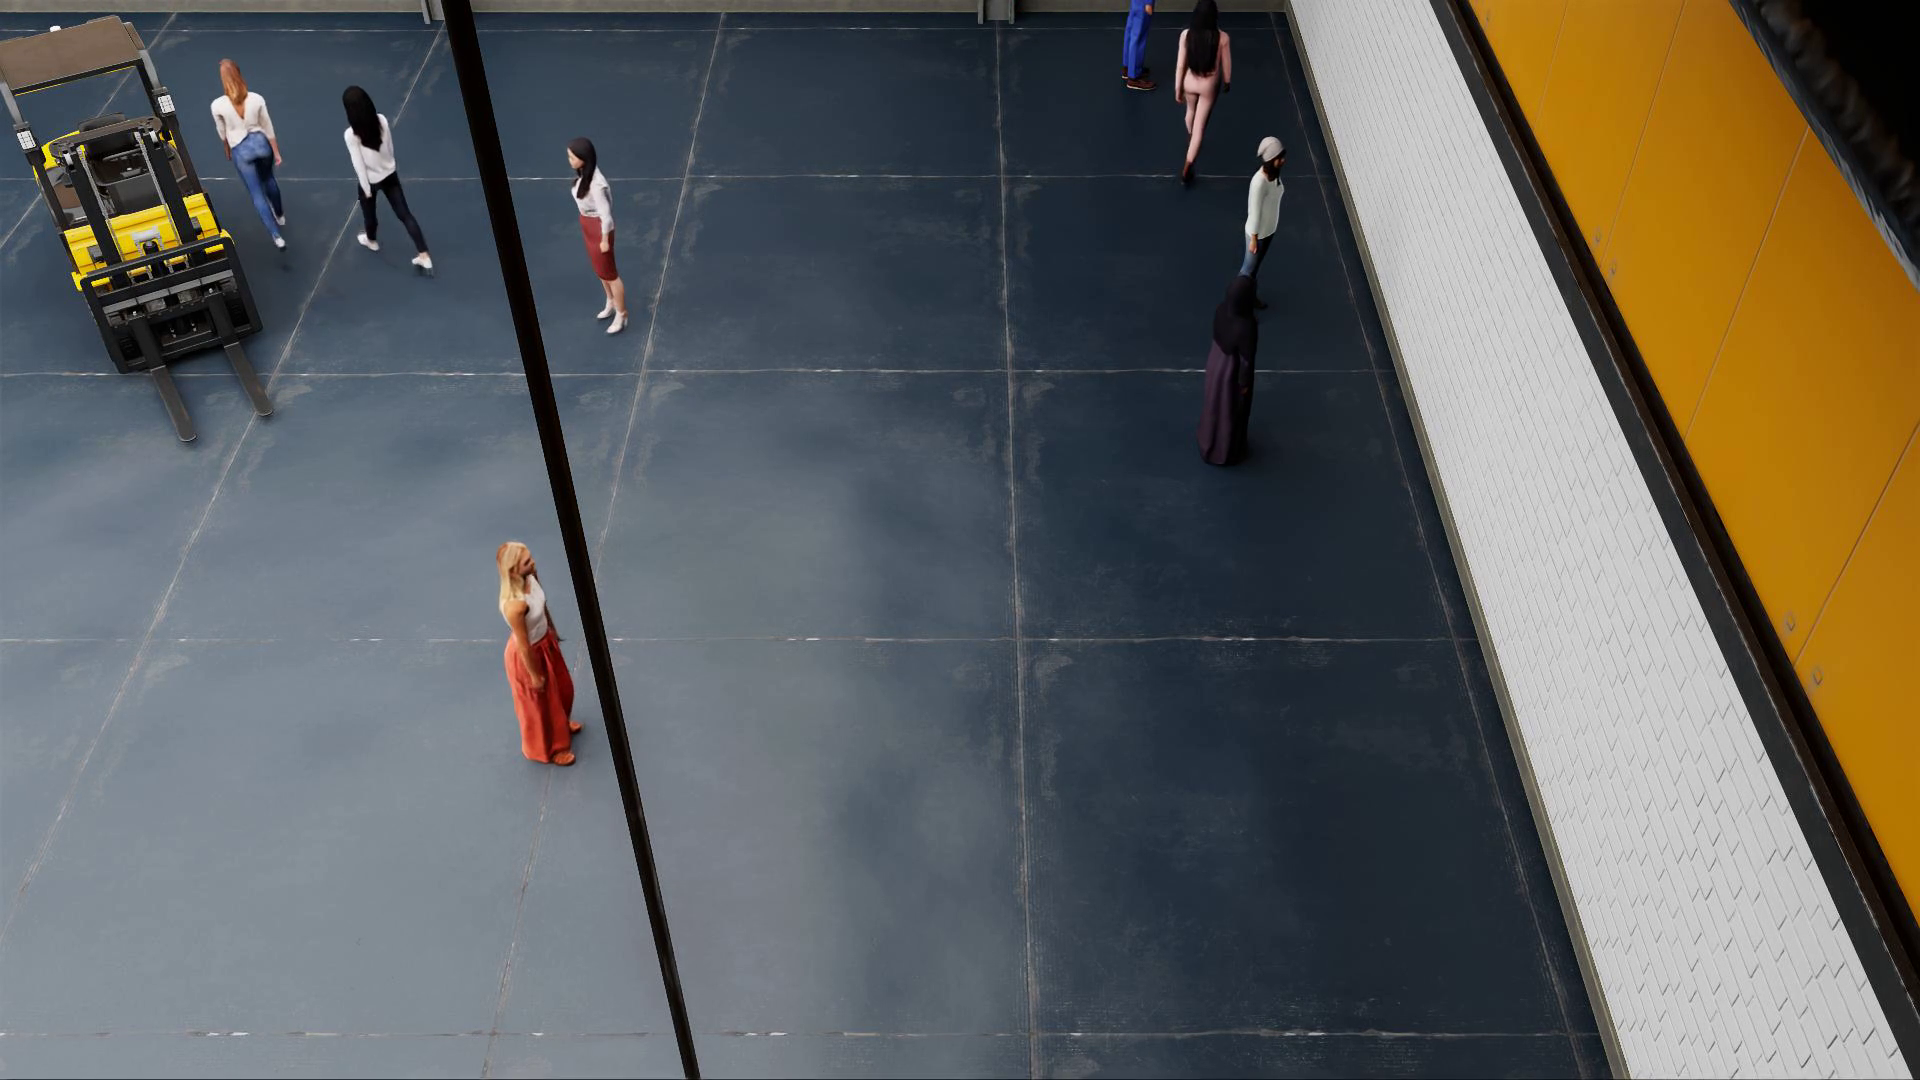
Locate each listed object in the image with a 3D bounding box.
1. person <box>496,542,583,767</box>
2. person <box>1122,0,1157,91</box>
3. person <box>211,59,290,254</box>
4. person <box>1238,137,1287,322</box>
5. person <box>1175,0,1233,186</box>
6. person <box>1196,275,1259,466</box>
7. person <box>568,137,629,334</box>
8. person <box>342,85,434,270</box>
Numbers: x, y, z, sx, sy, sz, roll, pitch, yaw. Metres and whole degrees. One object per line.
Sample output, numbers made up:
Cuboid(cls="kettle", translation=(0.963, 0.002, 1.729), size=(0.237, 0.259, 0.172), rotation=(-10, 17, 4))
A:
Cuboid(cls="person", translation=(-2.609, 0.684, 10.128), size=(0.598, 1.801, 0.625), rotation=(3, 44, 3))
Cuboid(cls="person", translation=(1.809, -5.407, 16.478), size=(0.606, 1.861, 0.694), rotation=(-2, 44, -2))
Cuboid(cls="person", translation=(-6.096, -3.285, 14.374), size=(1.129, 1.691, 1.046), rotation=(-23, 48, -23))
Cuboid(cls="person", translation=(2.473, -2.572, 13.660), size=(0.638, 1.644, 0.643), rotation=(21, 47, 21))
Cuboid(cls="person", translation=(2.188, -4.065, 15.207), size=(1.153, 1.672, 0.992), rotation=(16, 46, 16))
Cuboid(cls="person", translation=(1.997, -1.279, 12.323), size=(0.720, 1.616, 0.692), rotation=(-17, 46, -17))
Cuboid(cls="person", translation=(-2.929, -2.471, 13.477), size=(0.671, 1.750, 0.678), rotation=(-20, 47, -20))
Cuboid(cls="person", translation=(-4.873, -3.035, 14.141), size=(1.213, 1.652, 1.055), rotation=(26, 50, 25))
